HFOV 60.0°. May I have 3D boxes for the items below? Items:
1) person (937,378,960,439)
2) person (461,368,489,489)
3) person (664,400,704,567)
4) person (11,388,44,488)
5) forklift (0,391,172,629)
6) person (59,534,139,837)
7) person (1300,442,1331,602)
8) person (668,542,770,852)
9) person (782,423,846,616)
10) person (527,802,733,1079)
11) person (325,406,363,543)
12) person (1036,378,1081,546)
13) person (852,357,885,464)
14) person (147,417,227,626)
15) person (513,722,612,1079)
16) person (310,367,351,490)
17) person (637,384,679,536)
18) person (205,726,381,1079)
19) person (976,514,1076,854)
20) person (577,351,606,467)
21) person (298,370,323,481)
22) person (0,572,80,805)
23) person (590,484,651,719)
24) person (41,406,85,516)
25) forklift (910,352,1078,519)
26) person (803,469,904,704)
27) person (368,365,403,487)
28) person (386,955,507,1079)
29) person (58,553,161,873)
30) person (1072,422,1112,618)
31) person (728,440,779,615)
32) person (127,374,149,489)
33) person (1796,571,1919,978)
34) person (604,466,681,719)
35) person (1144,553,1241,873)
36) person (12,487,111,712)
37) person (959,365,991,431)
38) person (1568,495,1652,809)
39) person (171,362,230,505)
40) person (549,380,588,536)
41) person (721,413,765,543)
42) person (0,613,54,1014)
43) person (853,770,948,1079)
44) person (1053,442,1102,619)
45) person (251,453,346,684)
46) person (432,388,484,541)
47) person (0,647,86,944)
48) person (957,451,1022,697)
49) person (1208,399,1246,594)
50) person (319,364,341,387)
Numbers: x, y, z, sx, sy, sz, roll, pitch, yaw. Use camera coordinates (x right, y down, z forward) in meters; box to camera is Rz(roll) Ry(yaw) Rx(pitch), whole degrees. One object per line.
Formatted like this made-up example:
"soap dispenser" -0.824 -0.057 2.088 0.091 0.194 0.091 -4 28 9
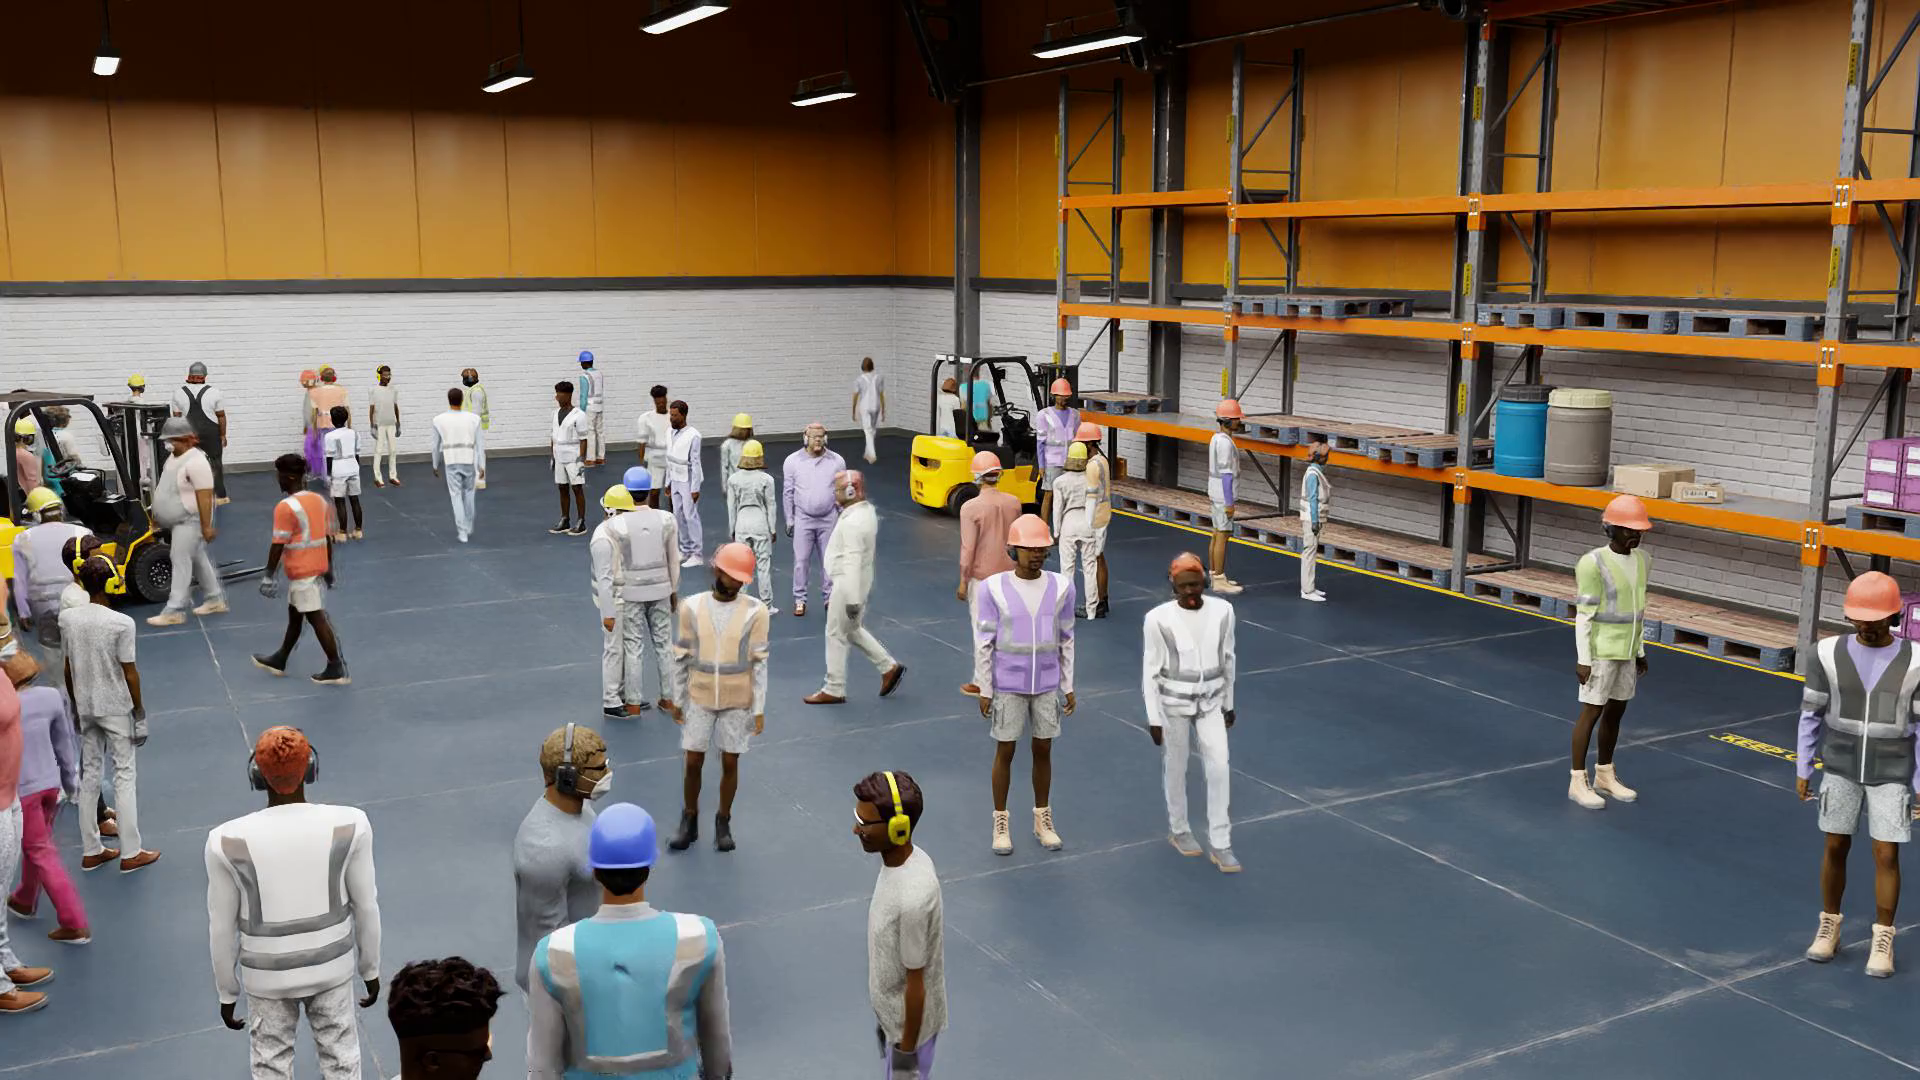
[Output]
"person" -0.156 -1.702 25.837 0.498 1.633 0.289 9 13 42
"person" -7.363 -1.693 25.236 0.429 1.830 0.633 -4 10 -20
"person" -3.134 -0.646 18.971 0.387 1.913 0.595 -8 13 -40
"person" -11.093 -0.829 19.843 0.367 1.967 0.604 -3 10 -17
"forklift" -9.026 -0.363 16.508 1.214 2.155 2.313 6 11 29
"person" -5.315 0.893 10.226 0.328 1.868 0.513 -5 11 -27
"person" 3.654 -0.196 17.153 0.308 1.639 0.510 2 10 13
"person" -1.413 0.939 9.879 0.597 1.897 0.432 0 10 3
"person" -1.423 -0.202 16.416 0.642 1.908 0.409 -3 10 -15
"person" -1.007 1.769 5.110 0.610 1.908 0.945 -1 10 -5
"person" -7.614 -0.810 20.538 0.318 1.691 0.535 4 11 24
"person" 1.225 -0.955 20.351 0.607 2.044 0.372 -5 11 -27
"person" -1.532 -2.190 28.194 0.524 1.803 0.965 -4 10 -19
"person" -7.562 -0.226 16.164 0.804 2.000 0.699 -8 13 -40
"person" -1.409 1.596 5.996 0.357 1.932 0.631 0 10 -2
"person" -9.460 -1.672 25.044 0.563 1.848 0.389 -3 10 -19
"person" -3.705 -0.977 20.765 0.647 1.940 0.445 -5 11 -26
"person" -2.424 1.604 6.111 0.579 1.878 0.352 -5 11 -24
"person" 0.404 0.854 9.927 0.610 2.048 0.366 -2 10 -13
"person" -6.158 -2.184 27.737 0.416 1.939 0.604 3 10 19
"person" -10.185 -1.787 26.001 0.522 1.735 0.590 -7 12 -35
"person" -6.183 0.824 10.635 0.907 1.876 0.641 1 10 3
"person" -2.620 0.470 12.800 0.403 1.820 0.602 1 10 6
"person" -10.442 -0.684 19.473 0.526 1.806 0.839 6 11 31
"forklift" 0.460 -1.461 22.833 2.313 2.155 1.214 -5 11 -28
"person" -0.852 0.370 13.158 0.744 1.880 0.663 1 10 7
"person" -8.778 -1.740 25.414 0.328 1.860 0.515 8 13 39
"person" -1.231 1.934 3.958 0.375 1.960 0.600 -3 10 -19
"person" -4.936 1.001 9.624 0.506 1.864 0.331 2 10 12
"person" 1.287 -0.195 16.333 0.391 1.929 0.540 2 10 12
"person" -2.030 -0.114 16.374 0.492 1.744 0.295 2 10 10
"person" -12.158 -1.571 24.688 0.533 1.772 0.296 9 14 43
"person" 4.499 1.151 8.289 0.619 2.028 0.409 7 12 35
"person" -2.448 0.408 12.796 0.614 1.948 0.400 -6 11 -30
"person" 1.368 0.999 9.626 0.608 1.857 0.795 -2 10 -14
"person" -6.877 0.482 12.771 0.621 1.795 0.675 -4 11 -23
"person" 0.245 -1.895 26.531 0.591 1.781 0.959 -4 11 -23
"person" 4.235 0.715 10.740 0.615 2.040 0.391 -6 11 -29
"person" -10.729 -1.510 23.556 0.688 2.000 0.535 -2 10 -11
"person" -4.967 -1.040 21.066 0.605 1.966 0.367 6 12 32
"person" -2.454 -0.594 19.169 0.499 1.722 0.615 -6 12 -31
"person" -4.589 1.263 7.885 0.376 1.940 0.629 -4 10 -20
"person" -0.206 1.683 5.700 0.325 1.862 0.511 -1 10 -7
"person" 1.143 -0.087 16.218 0.483 1.745 0.302 0 10 -2
"person" -5.562 0.239 13.804 0.969 1.918 0.625 1 10 6
"person" -6.296 -0.960 20.834 0.601 1.879 0.923 -4 11 -23
"person" -4.898 1.306 8.642 0.793 1.594 0.510 3 10 16
"person" 0.230 0.274 13.426 0.622 1.990 0.402 -8 12 -37
"person" 2.800 -0.459 17.496 0.370 2.044 0.608 0 10 -1
"person" -10.209 -1.961 26.956 0.329 1.764 0.524 4 11 21
